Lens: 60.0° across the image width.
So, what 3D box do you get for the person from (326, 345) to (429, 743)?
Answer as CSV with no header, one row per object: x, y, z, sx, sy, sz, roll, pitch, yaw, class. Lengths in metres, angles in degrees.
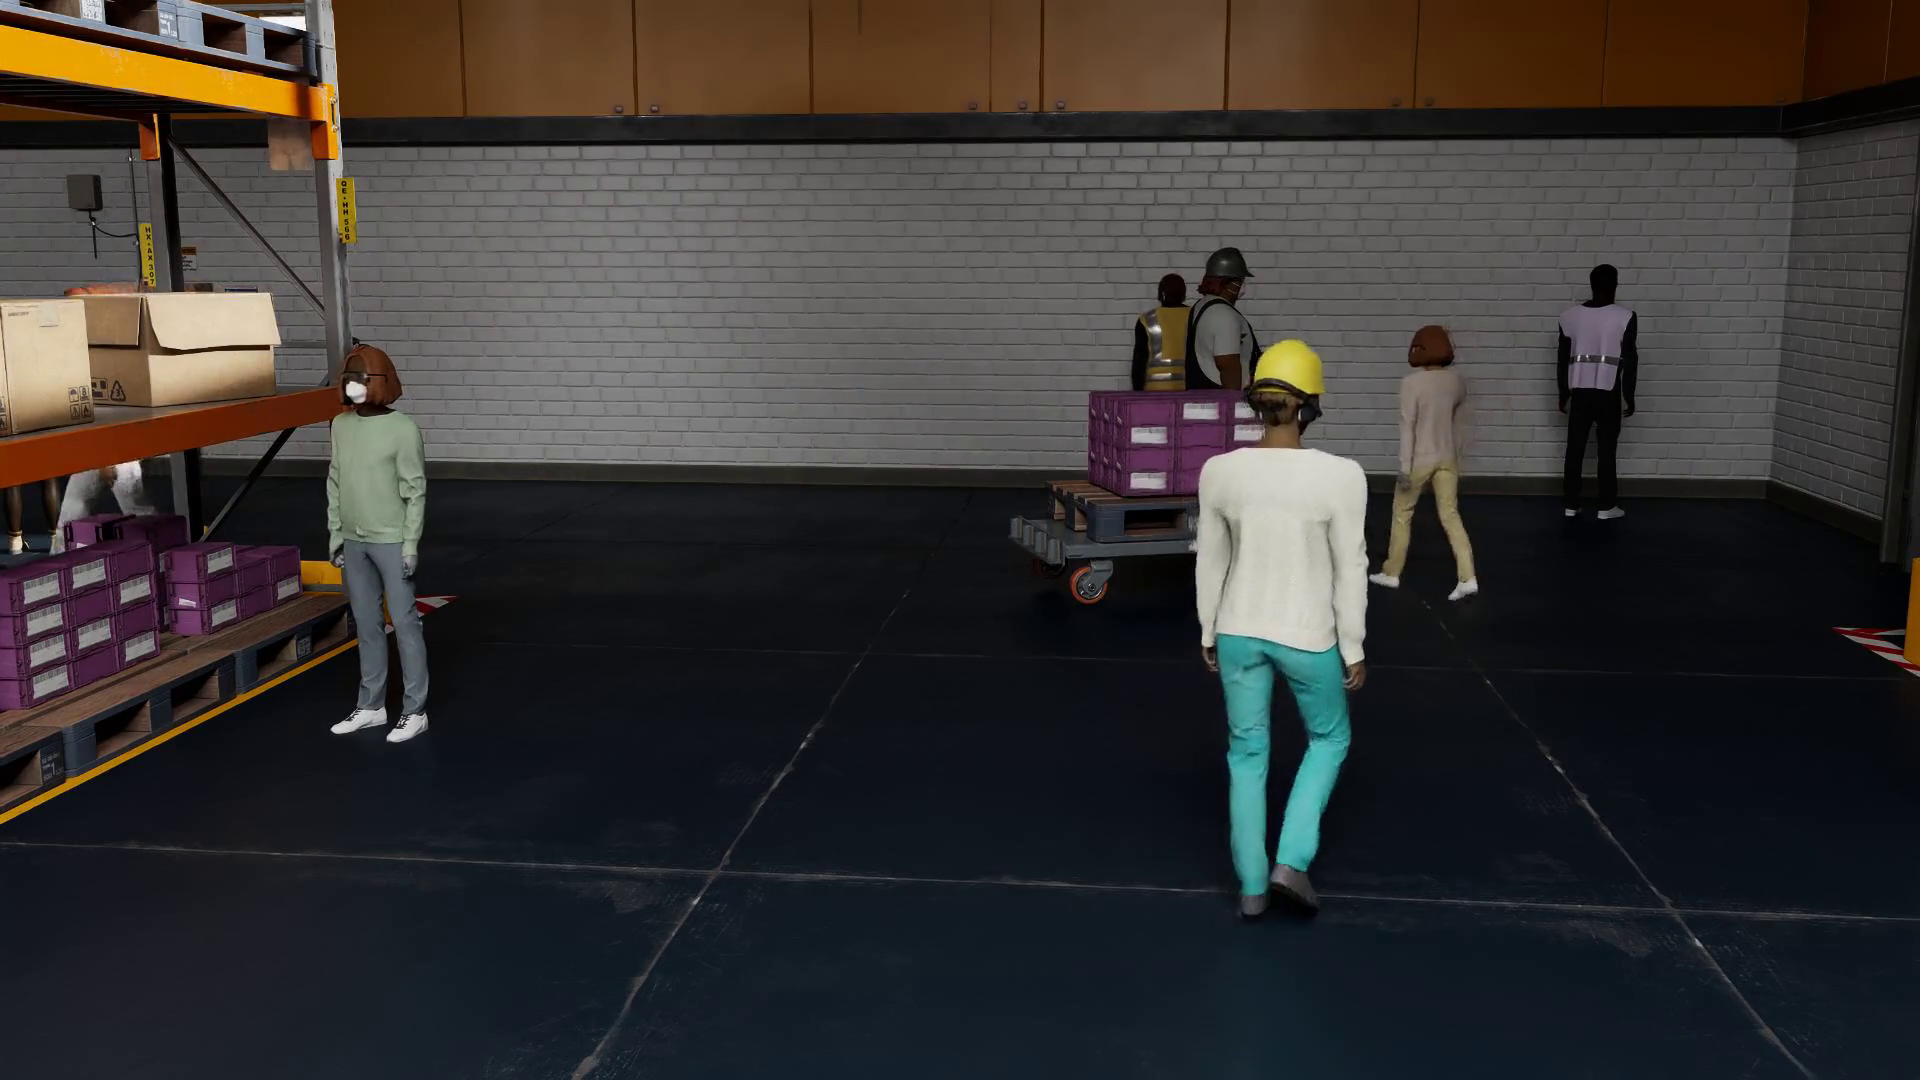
-2.415,0.015,6.881,0.499,1.636,0.286,5,11,26,person

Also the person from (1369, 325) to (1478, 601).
2.760,-0.453,9.692,0.515,1.591,0.856,-4,11,-22,person

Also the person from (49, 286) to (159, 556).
-4.861,-0.519,9.414,0.999,1.826,0.587,-8,13,-38,person

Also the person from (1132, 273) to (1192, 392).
1.637,-1.146,12.947,0.625,1.845,0.430,-2,10,-9,person

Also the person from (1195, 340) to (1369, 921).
0.962,0.284,4.981,0.545,1.754,0.365,6,11,29,person

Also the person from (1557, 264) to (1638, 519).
4.797,-1.114,12.559,0.587,1.914,0.390,8,13,38,person

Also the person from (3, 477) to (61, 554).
-6.206,-0.745,11.060,0.535,1.697,0.318,-2,10,-10,person

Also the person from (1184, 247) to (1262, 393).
1.754,-0.895,10.936,0.537,2.000,0.682,-2,10,-12,person
